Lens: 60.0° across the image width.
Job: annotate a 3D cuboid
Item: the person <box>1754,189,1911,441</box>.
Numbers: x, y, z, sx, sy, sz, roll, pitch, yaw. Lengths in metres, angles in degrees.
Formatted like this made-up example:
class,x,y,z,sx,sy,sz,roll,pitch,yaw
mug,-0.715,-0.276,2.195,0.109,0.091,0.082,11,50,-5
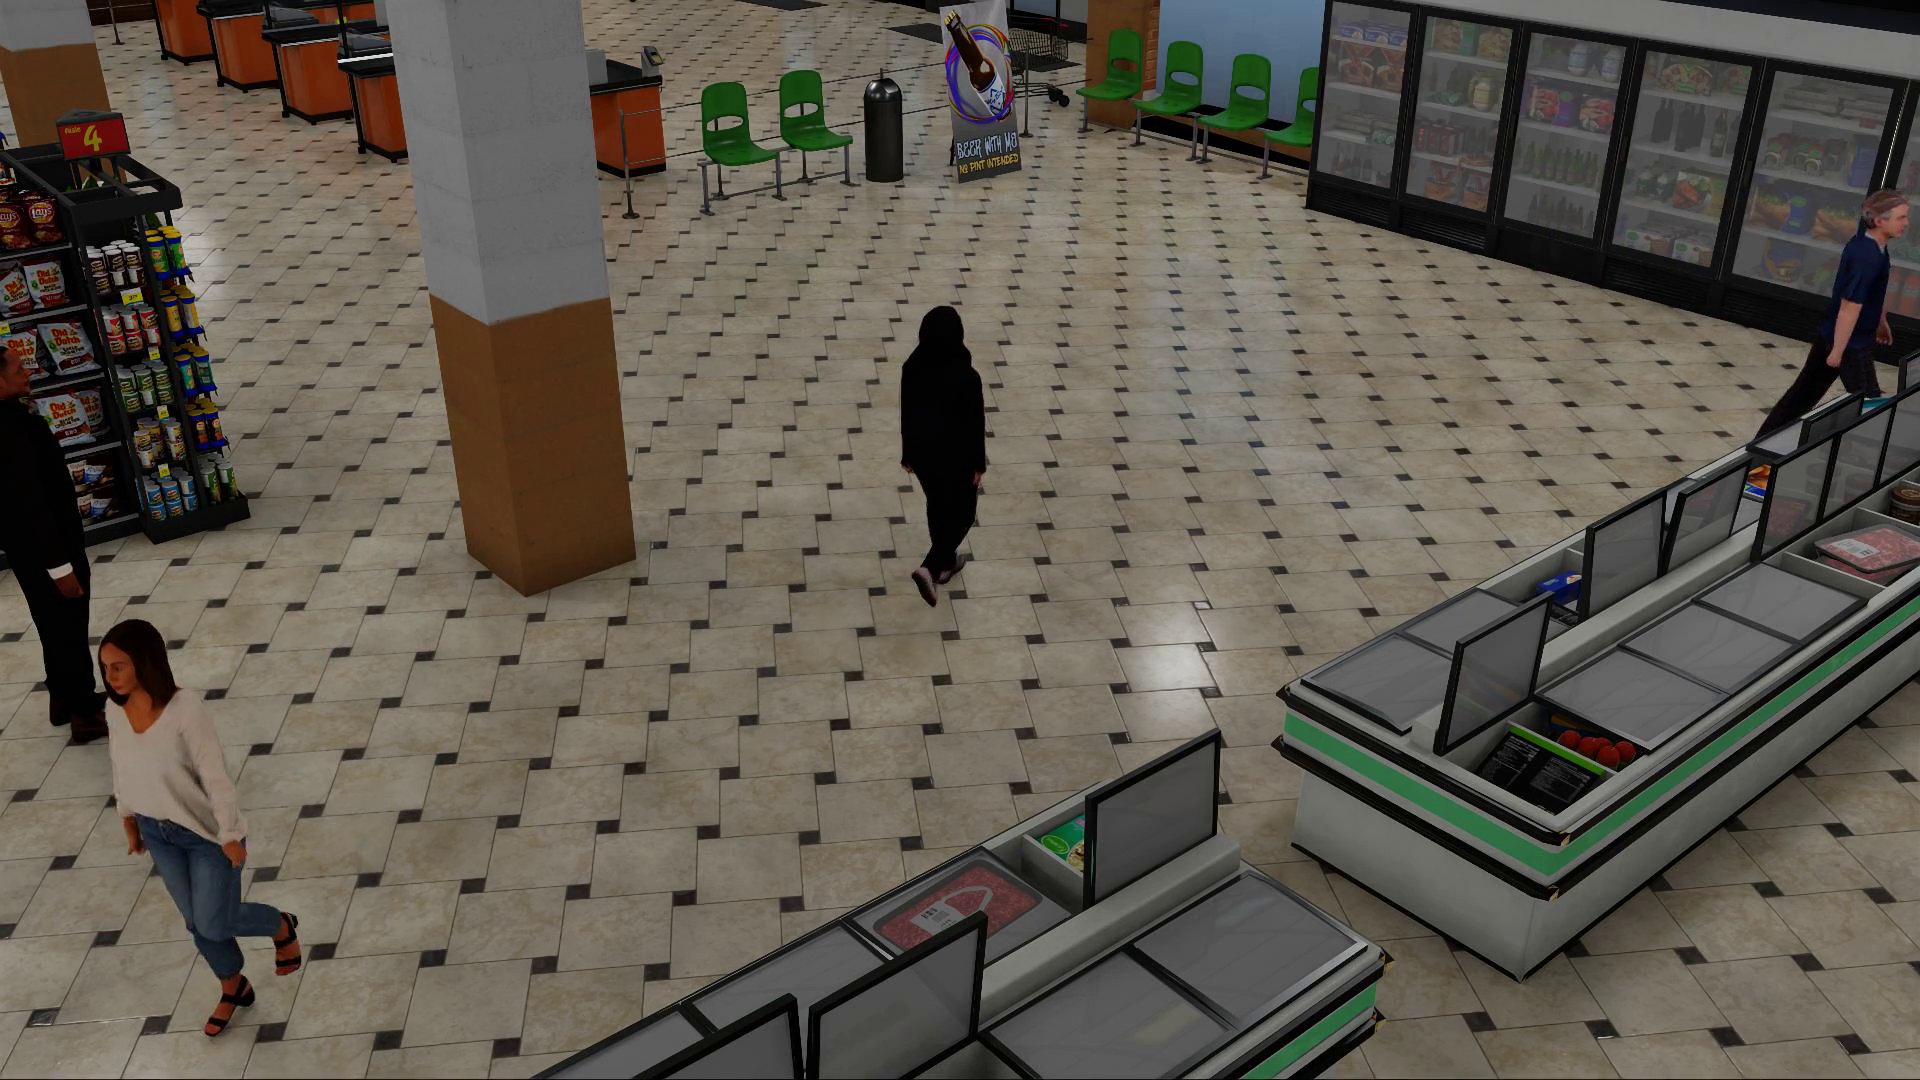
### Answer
class,x,y,z,sx,sy,sz,roll,pitch,yaw
person,5.203,-1.185,9.980,1.117,1.818,1.231,10,28,18

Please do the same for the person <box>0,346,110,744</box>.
class,x,y,z,sx,sy,sz,roll,pitch,yaw
person,-4.144,0.024,7.501,0.593,1.904,0.675,-22,34,-36

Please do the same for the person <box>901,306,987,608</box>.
class,x,y,z,sx,sy,sz,roll,pitch,yaw
person,-0.123,-0.405,8.684,0.862,1.598,1.049,13,30,24

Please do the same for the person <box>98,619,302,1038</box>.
class,x,y,z,sx,sy,sz,roll,pitch,yaw
person,-2.649,0.975,5.884,0.788,1.669,0.842,10,29,19
